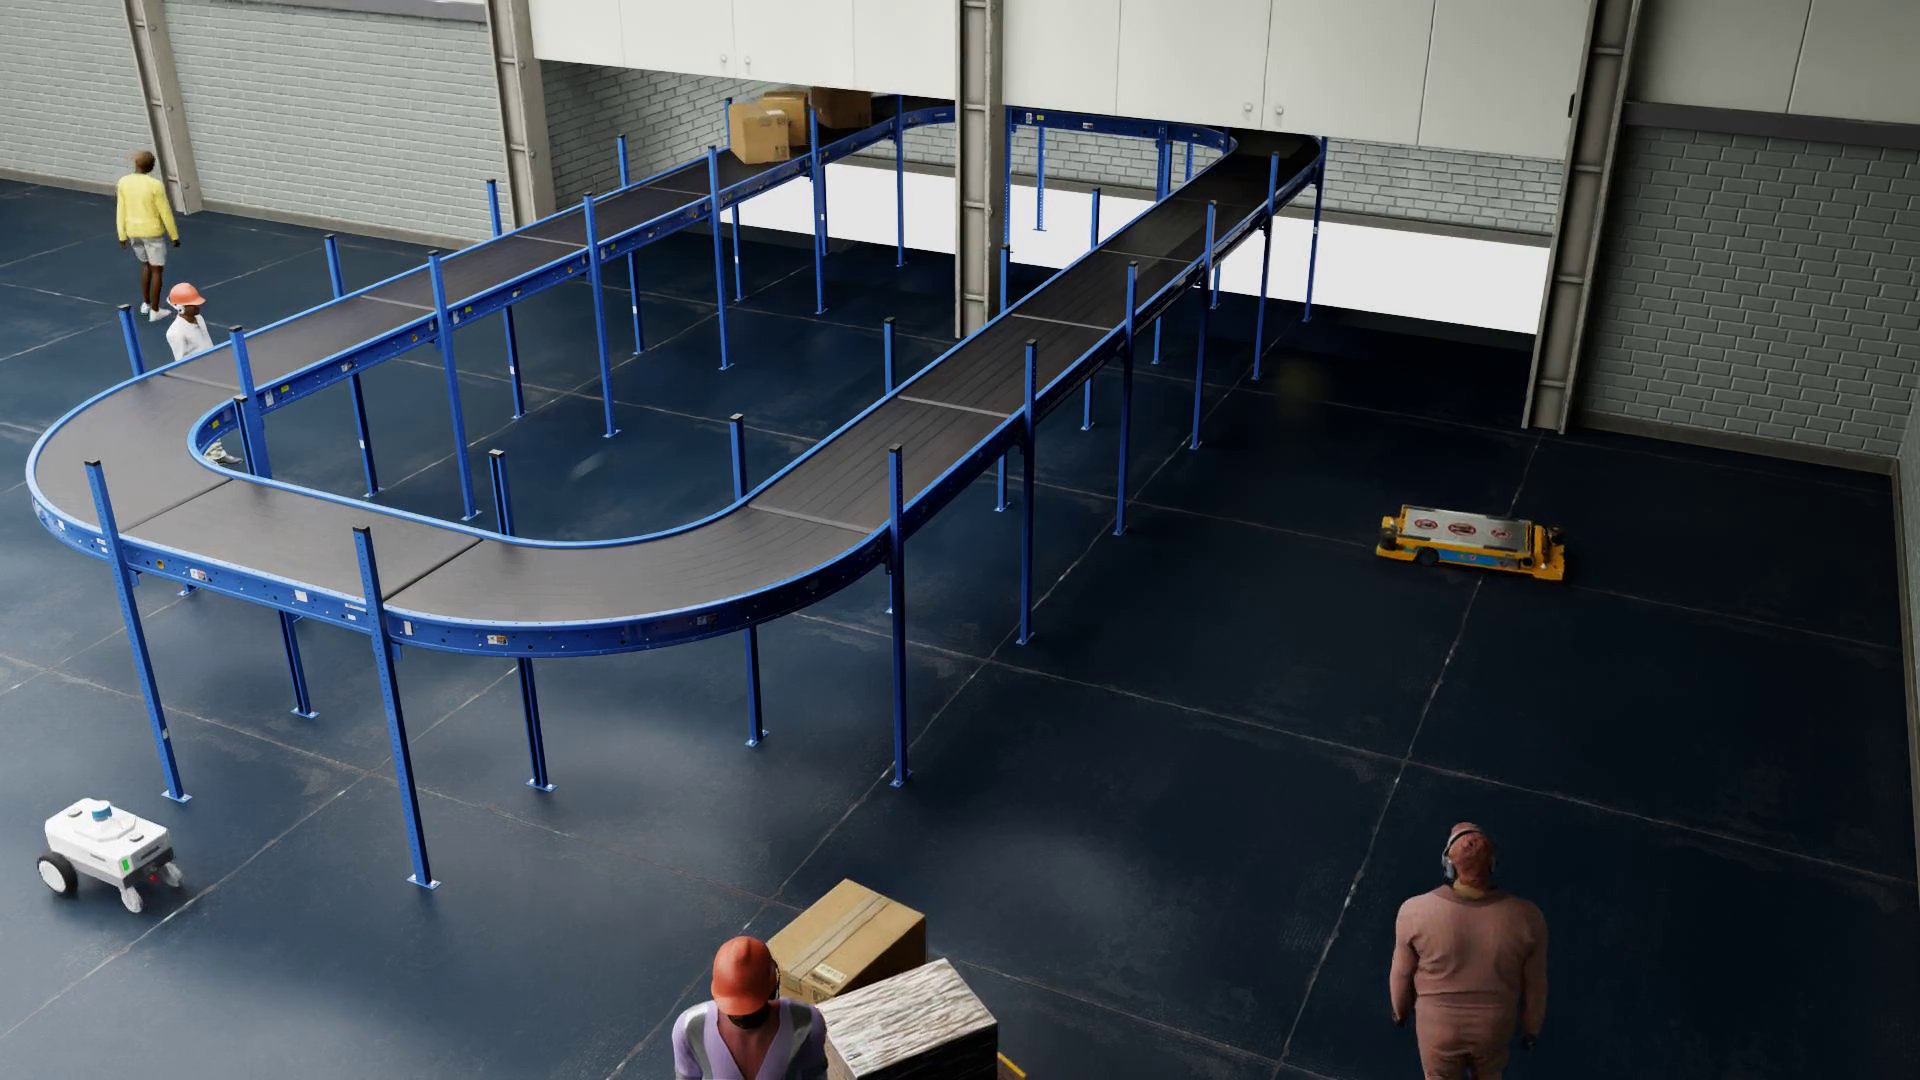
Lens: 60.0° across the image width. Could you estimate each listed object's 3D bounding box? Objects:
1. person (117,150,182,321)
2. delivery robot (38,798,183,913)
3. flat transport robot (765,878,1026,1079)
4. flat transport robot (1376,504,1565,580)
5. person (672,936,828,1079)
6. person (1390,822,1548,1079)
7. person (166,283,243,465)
[{"bbox_3d":[-9.021,-3.385,18.513,0.561,1.856,0.557,4,27,8],"label":"person"},{"bbox_3d":[-4.909,1.778,9.592,0.807,0.613,0.499,13,29,24],"label":"delivery robot"},{"bbox_3d":[-0.437,2.717,8.002,1.431,0.231,0.659,-20,33,-35],"label":"flat transport robot"},{"bbox_3d":[4.128,0.017,13.442,1.431,0.231,0.659,8,27,16],"label":"flat transport robot"},{"bbox_3d":[-0.813,2.407,6.632,0.604,2.045,0.383,-3,27,-6],"label":"person"},{"bbox_3d":[2.230,2.124,7.400,0.681,1.878,0.467,2,26,5],"label":"person"},{"bbox_3d":[-6.681,-1.416,14.658,0.324,1.751,0.561,-1,26,-3],"label":"person"}]
